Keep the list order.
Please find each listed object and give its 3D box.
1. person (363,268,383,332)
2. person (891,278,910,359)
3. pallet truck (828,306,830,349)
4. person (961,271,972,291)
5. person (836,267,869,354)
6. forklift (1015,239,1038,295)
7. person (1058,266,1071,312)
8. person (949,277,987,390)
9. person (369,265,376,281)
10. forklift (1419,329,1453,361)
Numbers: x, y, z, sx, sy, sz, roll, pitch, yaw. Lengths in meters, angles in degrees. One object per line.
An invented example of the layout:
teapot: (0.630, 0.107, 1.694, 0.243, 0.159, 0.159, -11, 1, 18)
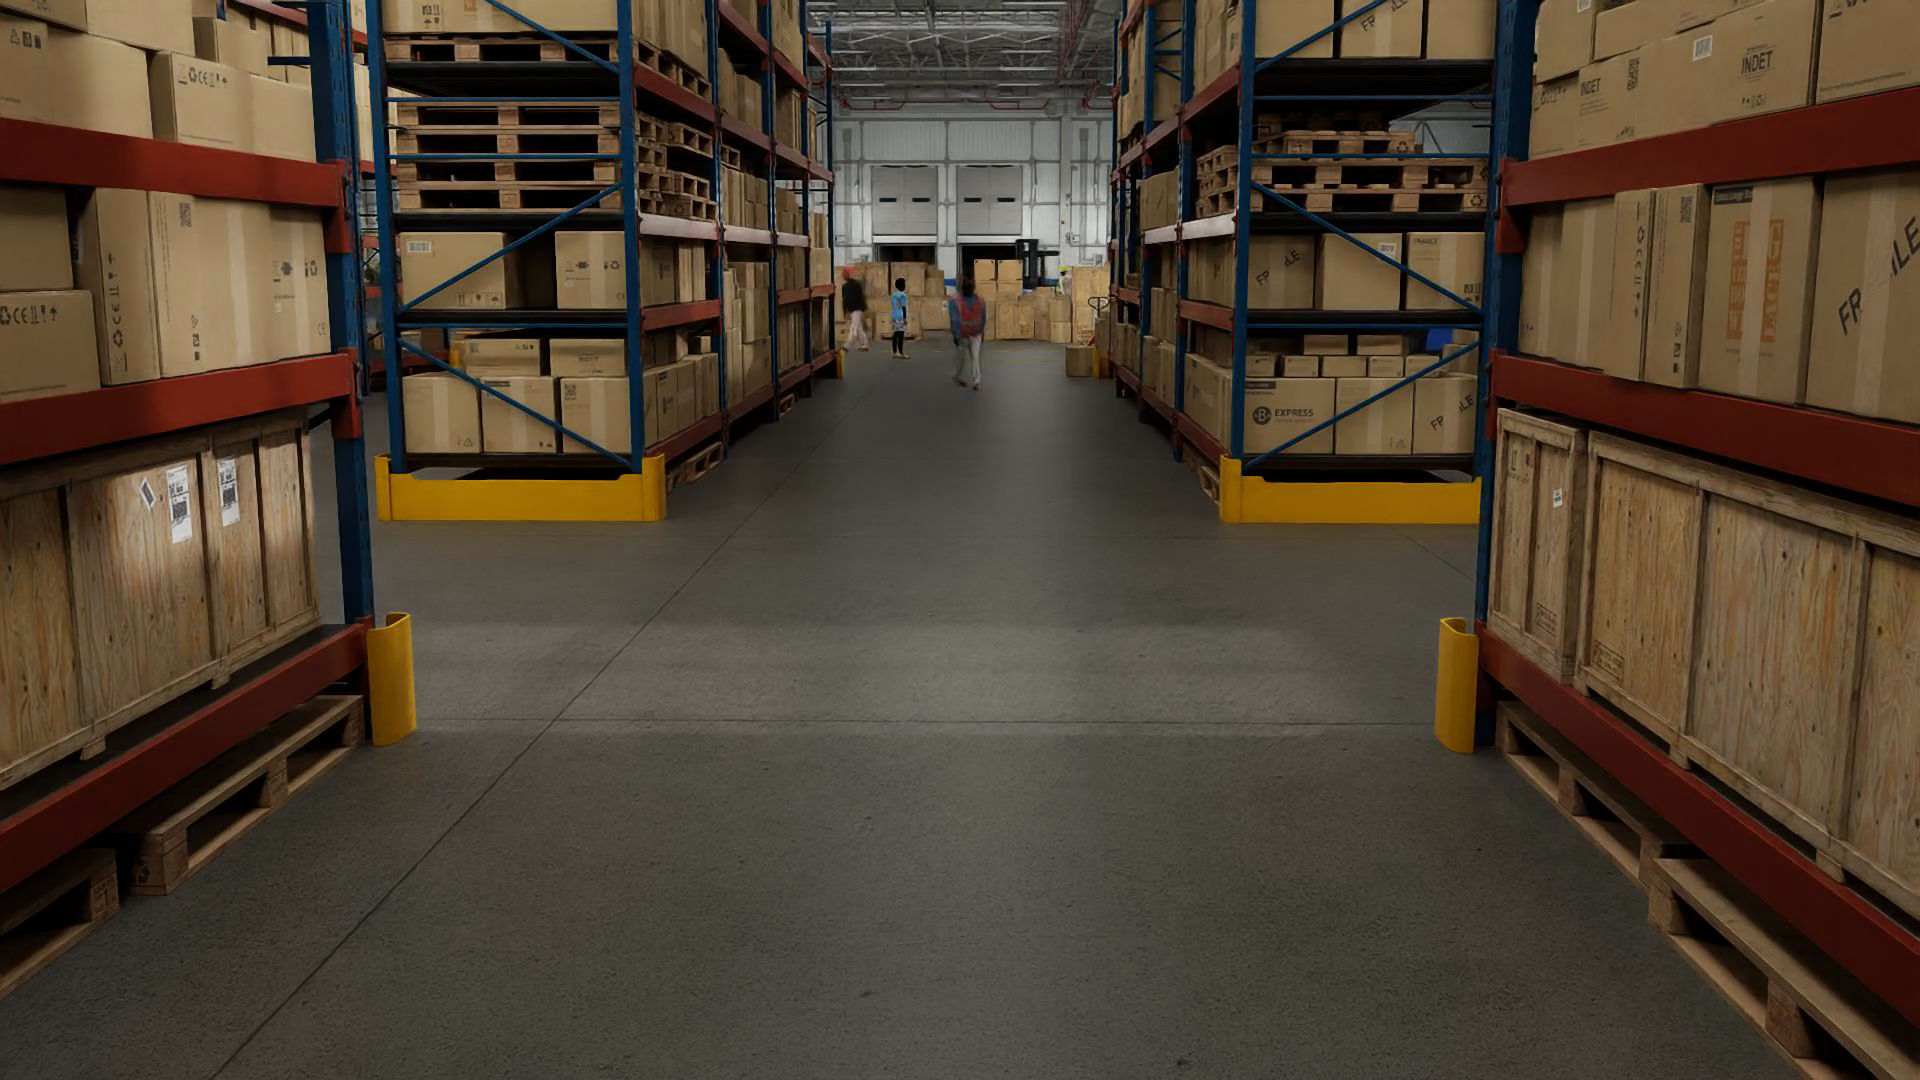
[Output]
person: (-10.970, -4.142, 31.250, 0.517, 1.916, 0.662, -9, 13, -42)
person: (-1.267, -4.667, 35.053, 0.321, 1.697, 0.530, -5, 11, -28)
pallet truck: (-3.100, -3.940, 29.800, 1.885, 1.965, 0.823, 3, 10, 19)
person: (0.315, -8.854, 60.133, 0.529, 1.697, 0.321, -1, 10, -4)
person: (-2.404, -5.118, 37.117, 0.988, 1.915, 0.648, -7, 12, -38)
forklift: (2.287, -8.975, 57.322, 1.873, 2.768, 1.129, -6, 11, -32)
person: (3.815, -8.937, 60.124, 0.673, 1.879, 0.634, 3, 10, 15)
person: (0.114, -3.296, 26.546, 0.638, 1.804, 0.737, -2, 10, -14)
person: (-22.174, -9.401, 62.723, 0.367, 1.926, 0.594, -6, 11, -33)
forklift: (9.263, -4.894, 32.876, 1.873, 2.768, 1.129, 0, 9, 1)
